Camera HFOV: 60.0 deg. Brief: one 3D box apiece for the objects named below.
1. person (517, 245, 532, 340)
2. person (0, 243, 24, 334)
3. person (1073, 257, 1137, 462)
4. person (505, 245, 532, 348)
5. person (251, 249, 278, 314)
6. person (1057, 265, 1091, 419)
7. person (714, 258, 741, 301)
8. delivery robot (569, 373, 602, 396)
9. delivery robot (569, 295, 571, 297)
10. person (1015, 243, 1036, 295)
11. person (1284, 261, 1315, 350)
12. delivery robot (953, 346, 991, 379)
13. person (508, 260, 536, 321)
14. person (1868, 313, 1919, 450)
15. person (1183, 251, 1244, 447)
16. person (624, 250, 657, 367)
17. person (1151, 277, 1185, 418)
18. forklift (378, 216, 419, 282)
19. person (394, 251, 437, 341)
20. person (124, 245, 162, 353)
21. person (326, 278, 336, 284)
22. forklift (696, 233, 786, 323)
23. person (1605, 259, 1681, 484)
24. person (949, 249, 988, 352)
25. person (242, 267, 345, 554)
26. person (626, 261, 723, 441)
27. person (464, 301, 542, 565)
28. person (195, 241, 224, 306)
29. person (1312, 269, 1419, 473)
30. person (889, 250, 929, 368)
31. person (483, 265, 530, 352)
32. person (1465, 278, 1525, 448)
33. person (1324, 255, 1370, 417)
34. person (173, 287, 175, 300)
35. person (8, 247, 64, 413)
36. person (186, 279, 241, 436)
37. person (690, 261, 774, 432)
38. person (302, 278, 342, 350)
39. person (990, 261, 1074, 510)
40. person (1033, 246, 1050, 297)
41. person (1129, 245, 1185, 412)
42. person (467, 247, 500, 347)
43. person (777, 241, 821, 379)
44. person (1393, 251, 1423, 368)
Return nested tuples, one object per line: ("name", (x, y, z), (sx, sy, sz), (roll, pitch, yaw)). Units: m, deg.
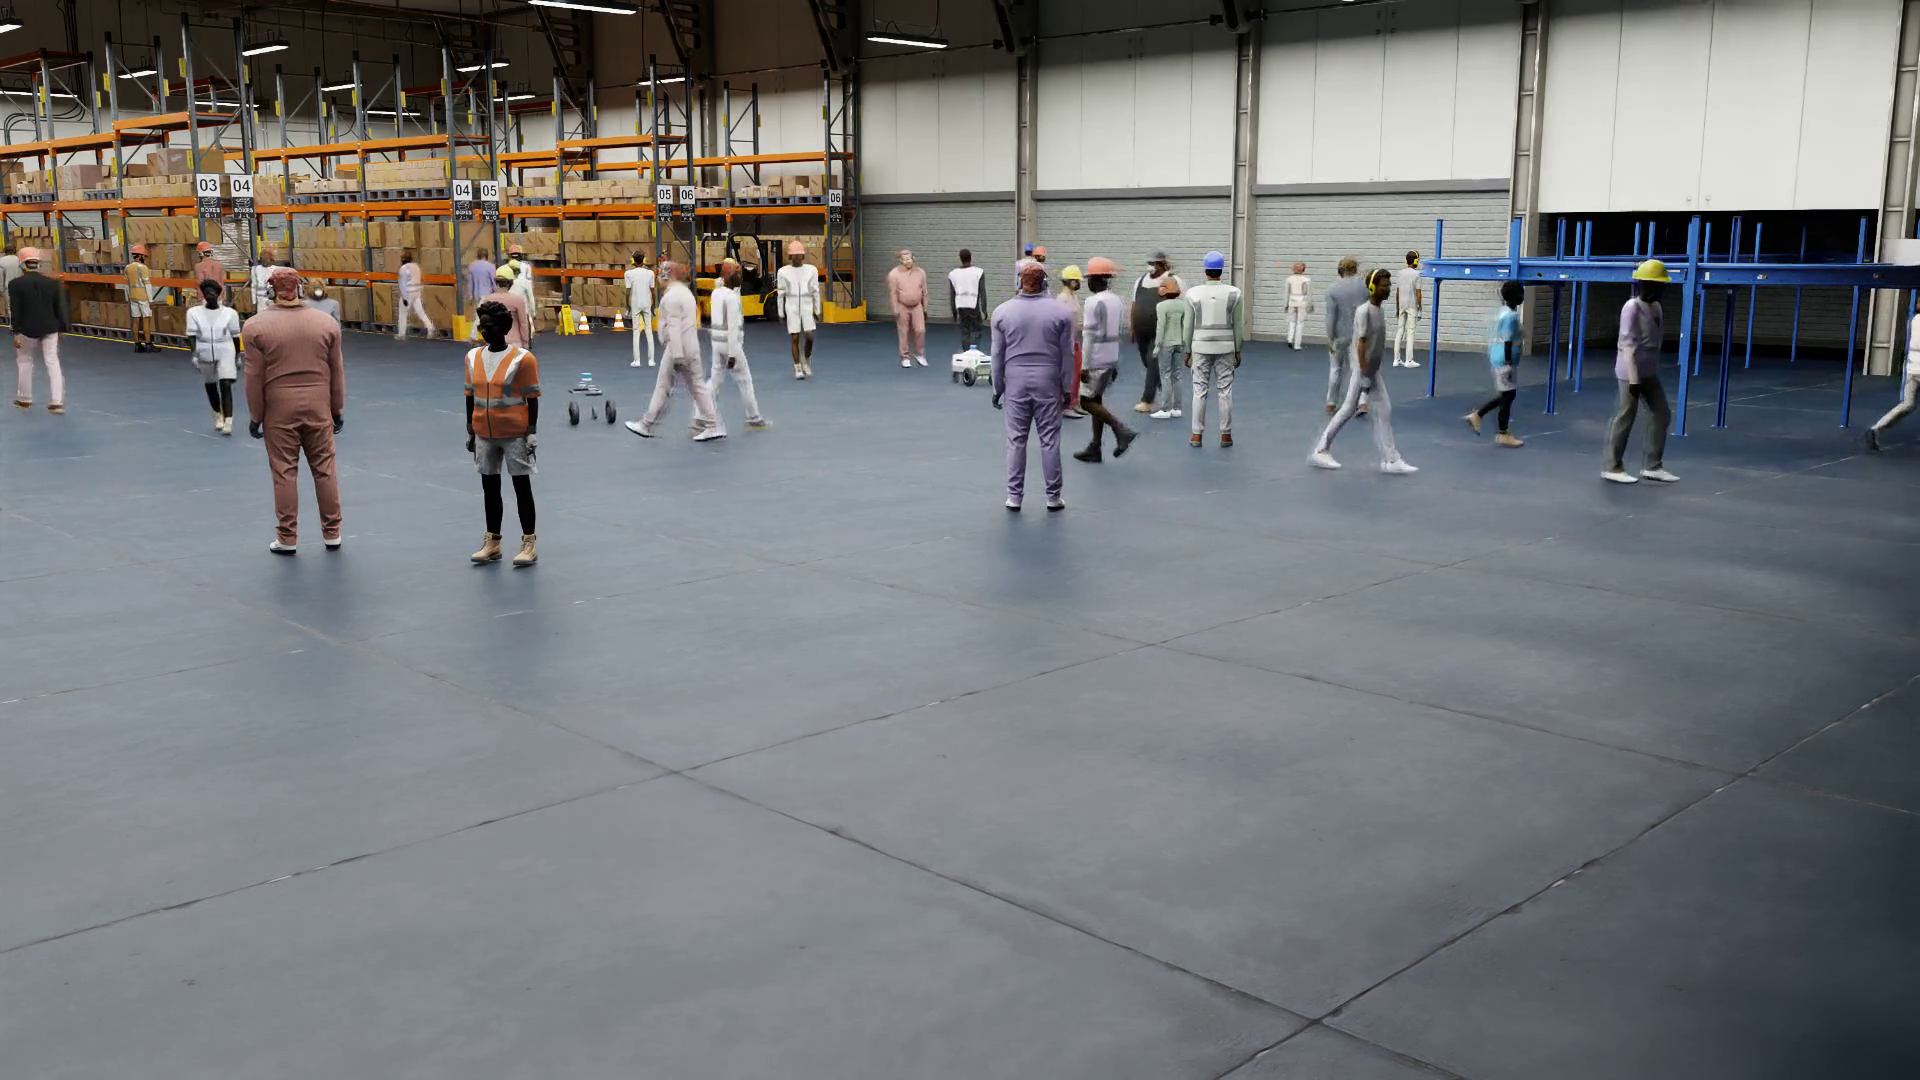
("person", (-9.022, -5.009, 33.711), (0.720, 1.904, 0.626), (1, 10, 7))
("person", (-20.309, -5.394, 35.732), (0.627, 1.936, 0.373), (-8, 13, -37))
("person", (1.348, -1.670, 15.481), (0.602, 1.914, 0.558), (7, 12, 33))
("person", (-8.300, -4.558, 31.183), (0.547, 1.930, 0.384), (-7, 13, -34))
("person", (-12.473, -4.314, 30.019), (0.606, 1.867, 0.483), (-1, 10, -3))
("person", (1.302, -2.297, 19.325), (0.374, 1.765, 0.544), (5, 12, 27))
("person", (-3.773, -3.737, 27.214), (0.487, 1.744, 0.295), (-9, 14, -40))
("delivery robot", (-4.255, -1.786, 18.972), (0.335, 0.223, 0.698), (-5, 11, -24))
("delivery robot", (-10.522, -6.492, 45.345), (0.707, 0.478, 0.477), (4, 11, 22))
("person", (1.503, -5.509, 36.368), (0.615, 1.927, 0.430), (0, 10, 2))
("person", (6.271, -4.318, 30.709), (0.519, 1.626, 0.378), (8, 13, 36))
("delivery robot", (0.188, -2.539, 23.788), (0.477, 0.478, 0.707), (-6, 12, -30))
("person", (-7.175, -3.671, 26.930), (0.526, 1.723, 0.914), (1, 10, 3))
("person", (9.225, -1.621, 16.028), (0.678, 1.615, 0.521), (0, 10, 0))
("person", (2.546, -1.919, 16.737), (0.605, 1.951, 0.382), (1, 10, 6))
("person", (-5.165, -3.743, 26.917), (0.509, 1.868, 0.328), (-4, 11, -20))
("person", (2.426, -2.236, 19.331), (0.276, 1.633, 0.507), (10, 14, 43))
("forklift", (-17.868, -9.201, 54.028), (1.873, 2.768, 1.129), (-10, 14, -44))
("person", (-11.038, -4.927, 33.566), (0.897, 1.807, 0.616), (4, 11, 23))
("person", (-14.849, -4.373, 30.185), (0.543, 1.928, 0.373), (4, 11, 22))
("person", (-17.796, -7.437, 47.129), (0.429, 1.844, 0.627), (-2, 11, -12))
("forklift", (-5.496, -6.489, 41.108), (2.313, 2.155, 1.214), (-10, 14, -44))
("person", (5.856, -1.410, 14.092), (0.609, 1.900, 0.730), (-9, 14, -41))
("person", (0.139, -3.662, 26.385), (0.634, 1.895, 0.439), (3, 11, 17))
("person", (-4.444, -0.865, 11.127), (0.640, 1.904, 0.409), (-7, 13, -35))
("person", (-2.947, -1.938, 17.147), (1.027, 1.840, 0.709), (2, 11, 11))
("person", (-2.942, -0.682, 10.683), (0.539, 1.695, 0.318), (3, 11, 17))
("person", (-13.375, -4.308, 29.641), (0.382, 1.996, 0.608), (4, 11, 19))
("person", (3.637, -1.529, 14.991), (0.984, 1.823, 0.536), (8, 13, 38))
("person", (-0.800, -3.694, 26.639), (0.657, 1.874, 0.678), (-3, 11, -17))
("person", (-5.187, -2.254, 19.076), (0.532, 1.765, 0.330), (1, 10, 7))
("person", (5.429, -1.784, 16.732), (0.499, 1.687, 0.537), (3, 11, 17))
("person", (4.588, -2.406, 19.613), (0.626, 1.891, 1.049), (0, 10, -2))
("person", (-21.418, -7.138, 45.620), (0.588, 1.799, 0.667), (8, 13, 37))
("person", (-11.115, -2.511, 19.939), (0.935, 1.954, 0.637), (8, 13, 37))
("person", (-7.992, -1.978, 17.861), (0.525, 1.658, 0.880), (-3, 11, -16))
("person", (-2.493, -2.071, 17.877), (0.970, 1.840, 0.583), (-8, 13, -39))
("person", (-7.969, -2.470, 20.734), (0.510, 1.590, 0.872), (-4, 11, -21))
("person", (0.558, -1.183, 12.845), (0.642, 1.910, 0.401), (1, 10, 5))
("person", (1.489, -4.854, 32.874), (0.915, 1.913, 0.545), (10, 14, 44))
("person", (2.408, -2.596, 20.298), (0.689, 2.000, 0.963), (9, 14, 42))
("person", (-9.167, -4.667, 31.888), (0.626, 1.900, 1.011), (6, 12, 31))
("person", (-2.370, -3.386, 24.521), (0.653, 2.026, 0.500), (-2, 11, -9))
("person", (7.244, -3.726, 26.846), (0.311, 1.863, 0.510), (-8, 13, -38))
